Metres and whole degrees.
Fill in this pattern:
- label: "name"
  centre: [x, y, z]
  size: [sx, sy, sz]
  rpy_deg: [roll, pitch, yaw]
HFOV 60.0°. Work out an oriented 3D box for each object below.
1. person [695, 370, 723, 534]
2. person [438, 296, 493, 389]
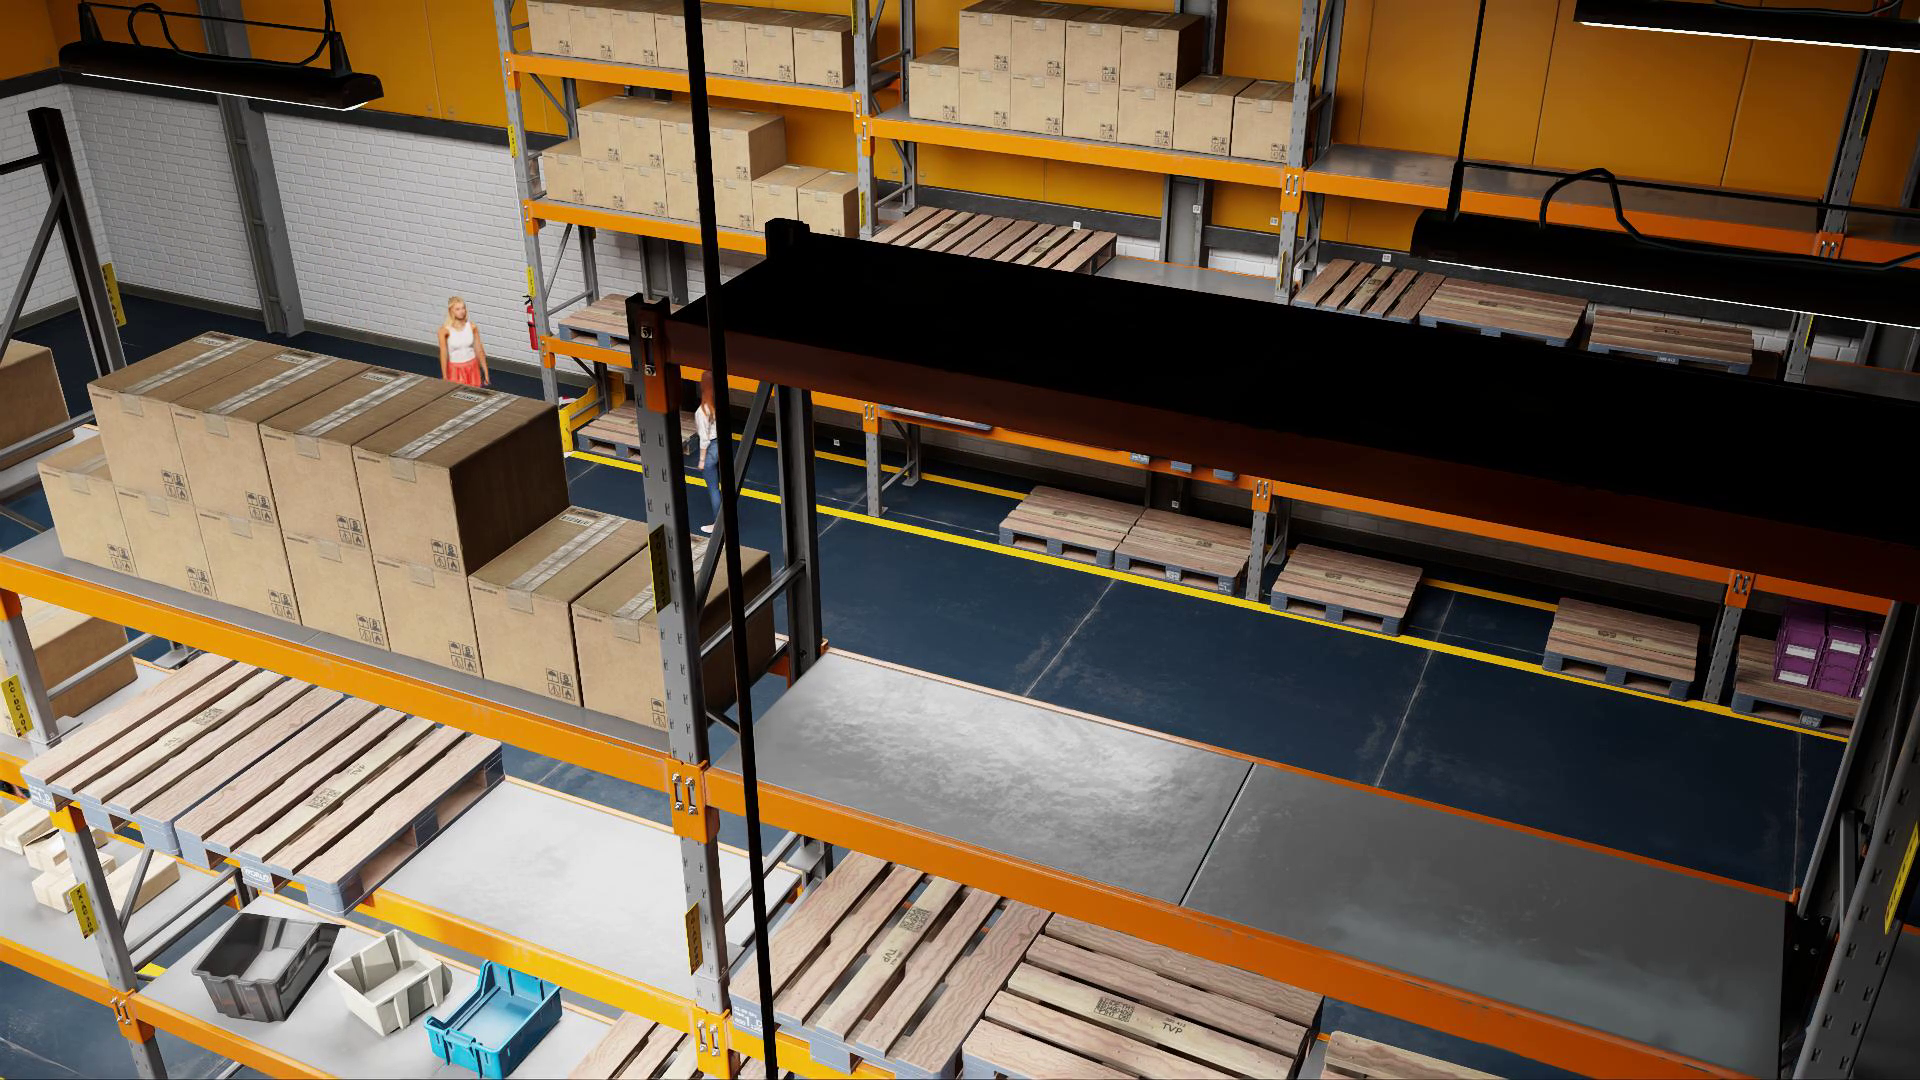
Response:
- label: "person"
  centre: [-2.413, -0.882, 16.425]
  size: [0.520, 1.729, 0.586]
  rpy_deg: [15, 32, 25]
- label: "person"
  centre: [-5.410, -1.797, 18.033]
  size: [0.810, 1.795, 0.877]
  rpy_deg: [-20, 35, -33]
